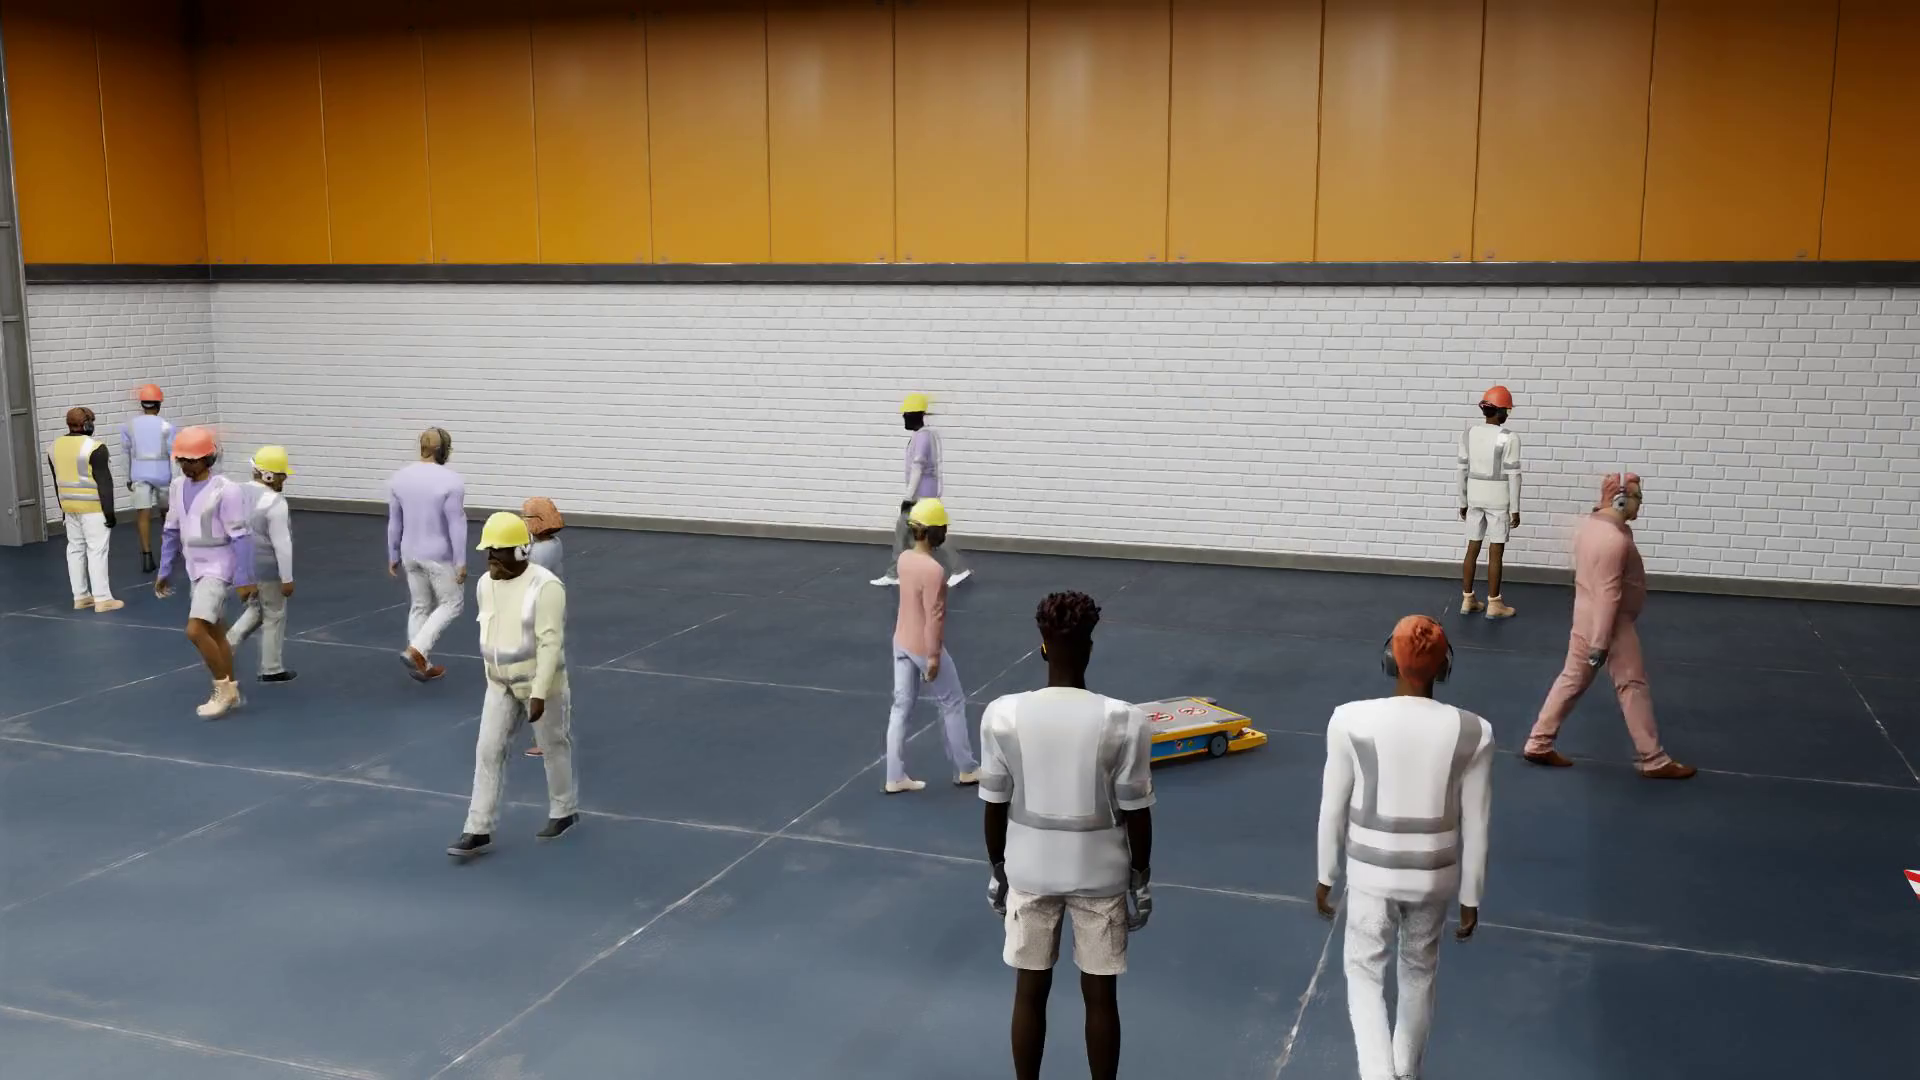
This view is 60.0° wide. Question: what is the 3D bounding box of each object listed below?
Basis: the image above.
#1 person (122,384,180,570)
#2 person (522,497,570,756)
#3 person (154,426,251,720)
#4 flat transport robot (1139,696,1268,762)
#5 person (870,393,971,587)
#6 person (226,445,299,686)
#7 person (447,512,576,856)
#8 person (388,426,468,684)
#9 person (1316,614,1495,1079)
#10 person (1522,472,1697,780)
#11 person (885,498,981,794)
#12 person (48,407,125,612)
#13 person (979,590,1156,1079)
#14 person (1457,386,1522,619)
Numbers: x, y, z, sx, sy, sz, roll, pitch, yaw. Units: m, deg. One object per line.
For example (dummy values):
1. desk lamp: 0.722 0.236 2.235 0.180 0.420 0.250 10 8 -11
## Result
1. person: -8.306 -0.654 17.122 0.565 1.891 0.991 -3 10 -16
2. person: -2.619 0.537 10.494 0.286 1.633 0.499 -1 9 -3
3. person: -5.127 0.226 11.246 0.645 2.010 0.578 6 11 35
4. flat transport robot: 1.177 1.220 10.477 1.431 0.197 0.652 -5 11 -30
5. person: -0.353 -0.469 15.974 0.949 1.886 0.588 -1 9 -9
6. person: -5.087 0.215 12.013 0.630 1.793 0.593 6 11 32
7. person: -2.340 0.758 8.639 0.597 1.791 0.869 4 10 26
8. person: -3.901 0.139 12.079 0.692 1.915 0.549 4 10 21
9. person: 1.533 1.190 5.736 0.576 1.863 0.769 1 9 6
10. person: 3.914 0.507 10.002 0.961 1.862 0.647 0 9 2
11. person: -0.108 0.614 9.720 0.796 1.735 0.532 -6 11 -32
12. person: -7.819 -0.274 14.907 0.630 1.841 0.429 4 10 22
13. person: 0.371 1.139 5.732 0.606 1.967 0.367 2 9 13
14. person: 4.673 -0.334 14.633 0.376 2.041 0.615 -7 11 -37
